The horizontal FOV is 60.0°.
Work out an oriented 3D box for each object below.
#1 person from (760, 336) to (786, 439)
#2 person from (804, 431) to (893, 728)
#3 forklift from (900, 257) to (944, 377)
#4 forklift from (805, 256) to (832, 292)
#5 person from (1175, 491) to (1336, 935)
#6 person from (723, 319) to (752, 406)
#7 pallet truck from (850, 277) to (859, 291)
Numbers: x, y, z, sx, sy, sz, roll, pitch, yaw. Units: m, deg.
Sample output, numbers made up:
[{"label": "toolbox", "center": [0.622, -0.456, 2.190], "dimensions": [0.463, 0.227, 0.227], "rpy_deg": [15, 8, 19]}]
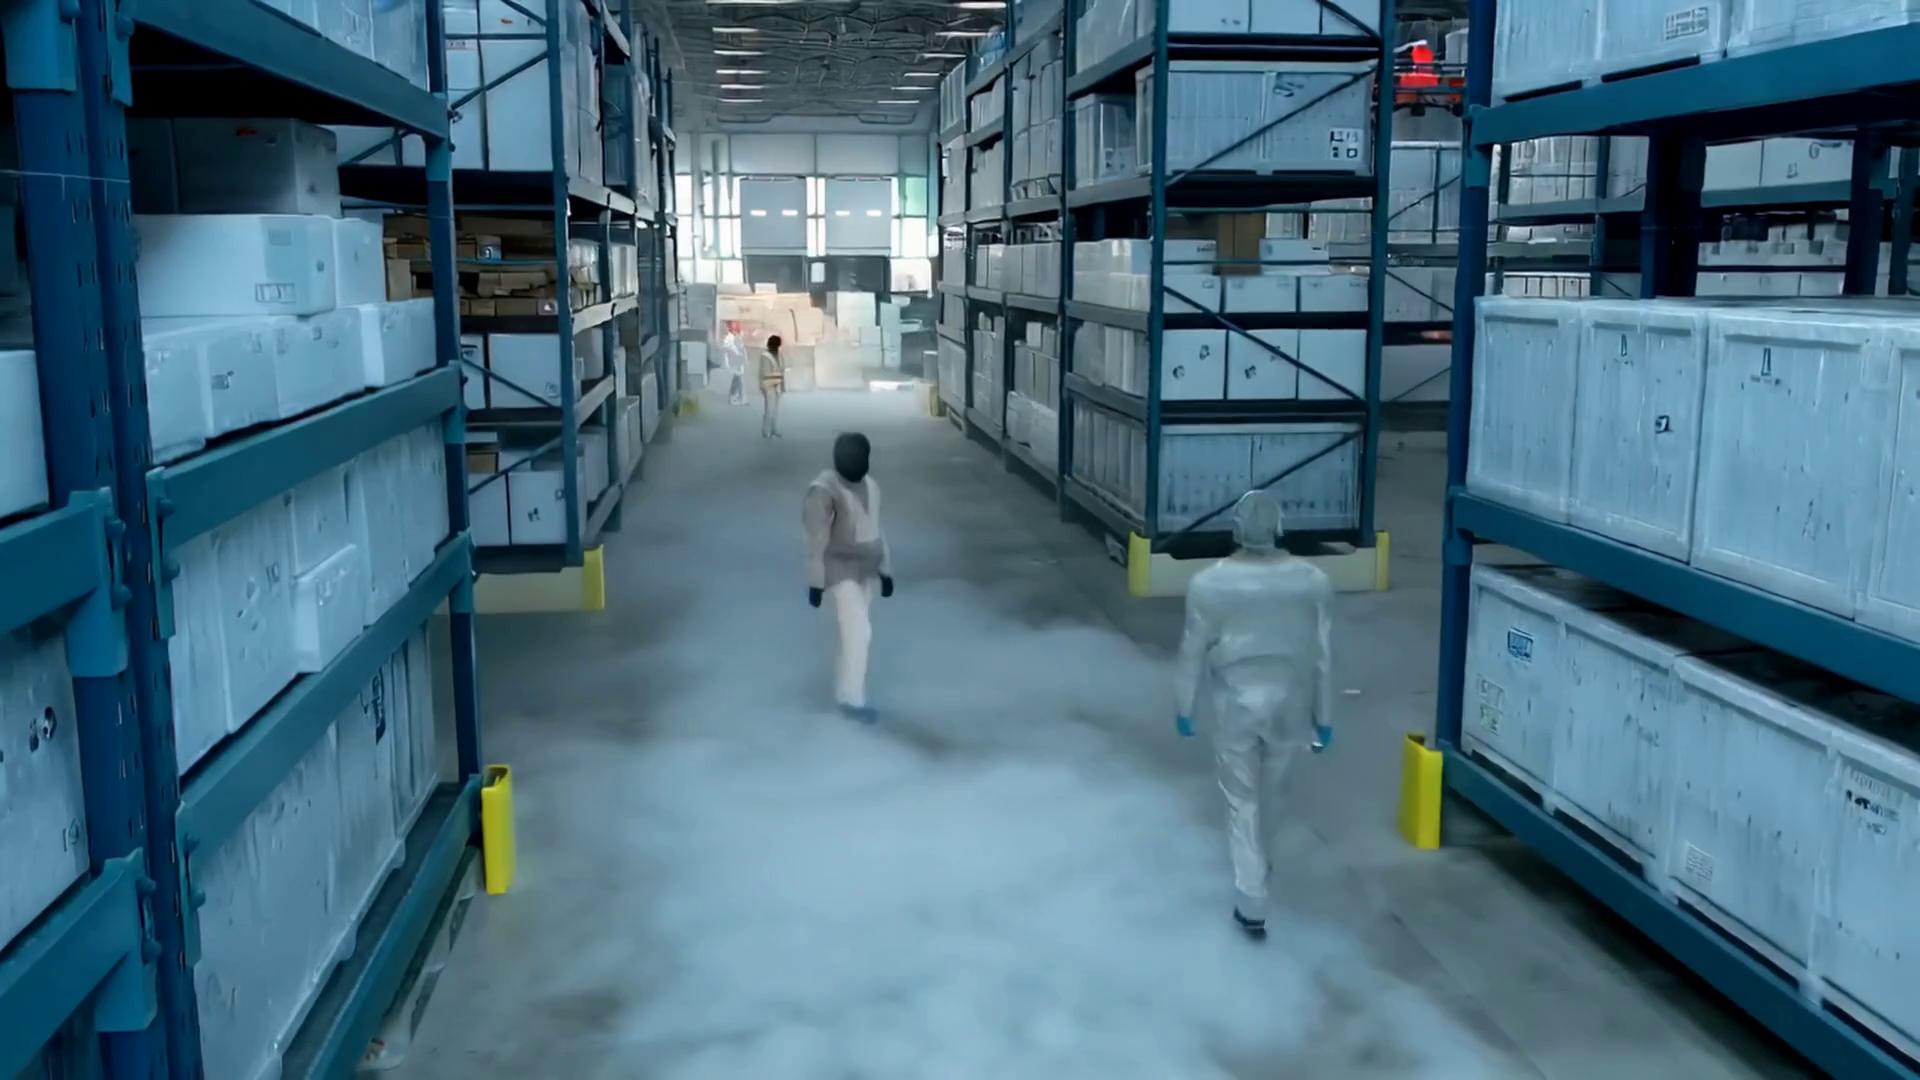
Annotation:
[{"label": "person", "center": [-2.948, -2.404, 26.193], "dimensions": [0.347, 1.628, 0.525], "rpy_deg": [6, 12, 32]}, {"label": "person", "center": [-0.600, 0.240, 10.236], "dimensions": [0.622, 1.820, 0.653], "rpy_deg": [6, 11, 32]}, {"label": "forklift", "center": [-0.369, -5.230, 39.013], "dimensions": [1.873, 2.768, 1.129], "rpy_deg": [5, 11, 26]}, {"label": "forklift", "center": [-4.925, -8.543, 58.301], "dimensions": [1.129, 2.768, 1.873], "rpy_deg": [-7, 12, -35]}, {"label": "person", "center": [1.274, 0.712, 7.344], "dimensions": [0.665, 1.865, 0.963], "rpy_deg": [0, 10, -2]}, {"label": "person", "center": [-4.202, -3.380, 31.731], "dimensions": [0.787, 1.662, 0.549], "rpy_deg": [8, 13, 41]}, {"label": "pallet truck", "center": [-3.782, -9.391, 65.808], "dimensions": [1.885, 1.965, 0.823], "rpy_deg": [2, 10, 10]}]
